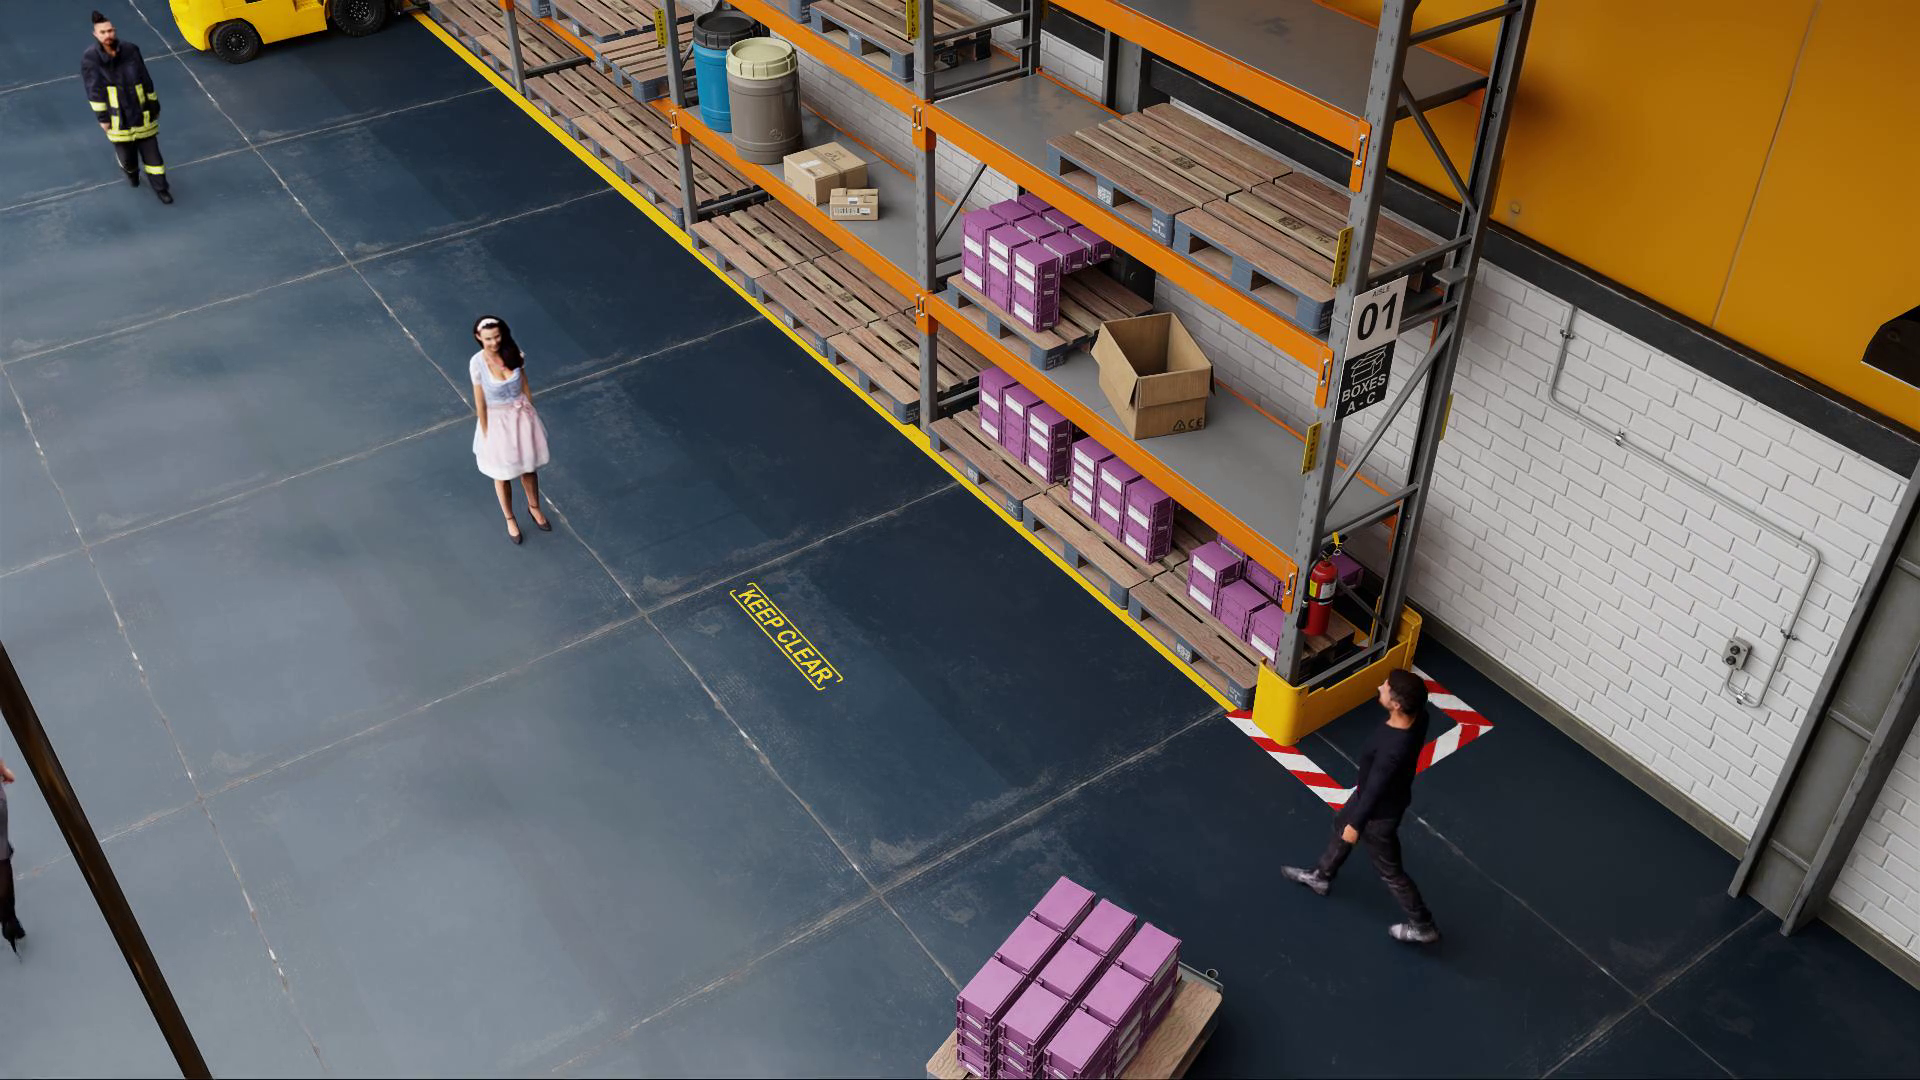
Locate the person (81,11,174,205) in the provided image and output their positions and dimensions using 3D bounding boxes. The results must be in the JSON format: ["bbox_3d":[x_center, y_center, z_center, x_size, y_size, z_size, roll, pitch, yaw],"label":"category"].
[{"bbox_3d":[-7.973,-4.137,15.875,0.736,1.846,0.845,-24,44,-27],"label":"person"}]

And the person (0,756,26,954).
[{"bbox_3d":[-5.367,1.496,8.931,0.850,1.709,1.180,-13,40,-16],"label":"person"}]

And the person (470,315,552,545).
[{"bbox_3d":[-3.178,-0.786,11.701,0.687,1.818,0.708,-25,45,-28],"label":"person"}]

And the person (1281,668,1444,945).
[{"bbox_3d":[2.332,1.468,8.870,1.289,1.829,0.984,21,43,24],"label":"person"}]
